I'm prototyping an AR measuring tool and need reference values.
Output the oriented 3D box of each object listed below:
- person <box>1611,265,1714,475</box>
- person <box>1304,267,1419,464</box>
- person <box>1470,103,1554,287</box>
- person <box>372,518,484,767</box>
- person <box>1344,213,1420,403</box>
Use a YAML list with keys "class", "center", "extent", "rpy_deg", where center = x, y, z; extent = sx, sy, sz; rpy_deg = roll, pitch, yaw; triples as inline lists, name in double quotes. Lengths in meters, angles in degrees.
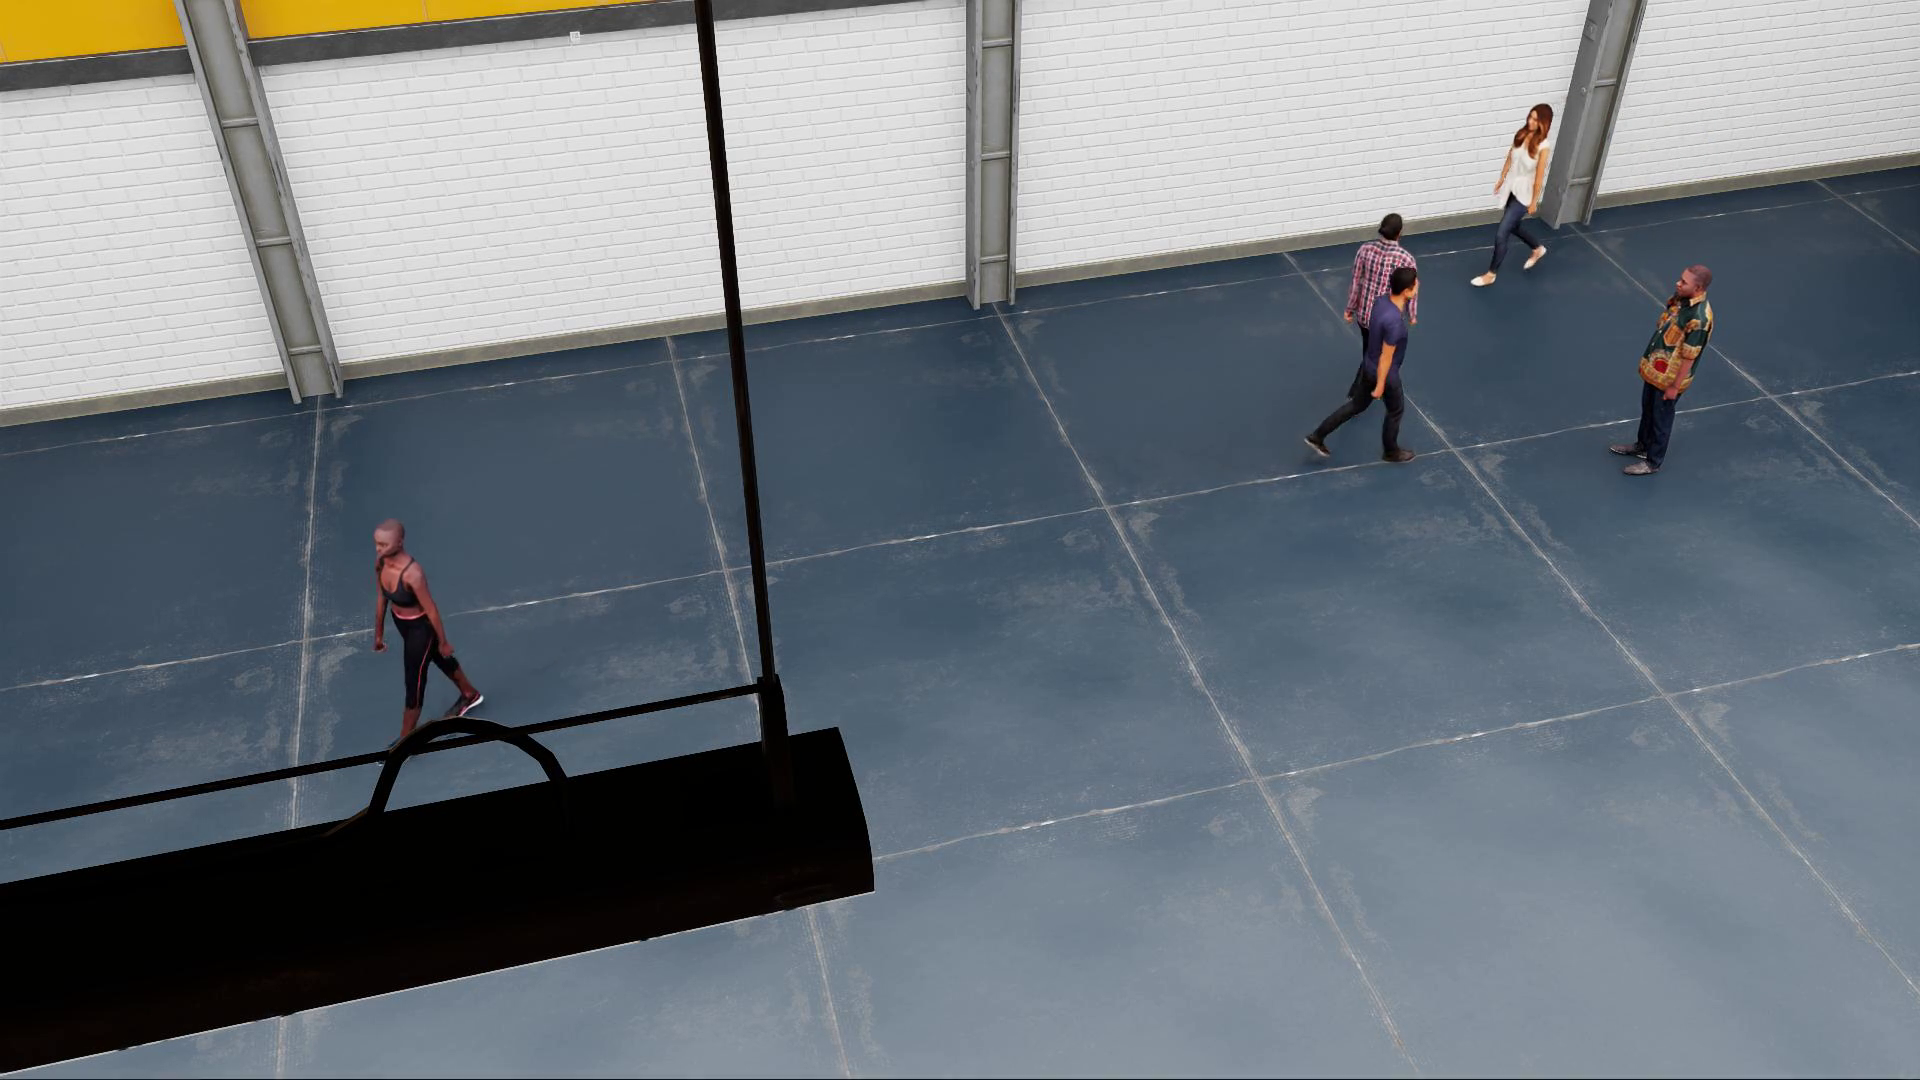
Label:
- class: "person"
  center: [5.505, -1.324, 12.899]
  extent: [0.741, 1.807, 0.763]
  rpy_deg: [-1, 39, -1]
- class: "person"
  center: [3.173, -1.313, 12.930]
  extent: [1.194, 1.751, 0.803]
  rpy_deg: [-2, 39, -3]
- class: "person"
  center: [5.202, -3.174, 15.256]
  extent: [1.050, 1.756, 0.602]
  rpy_deg: [-11, 40, -13]
- class: "person"
  center: [-3.387, 0.534, 10.643]
  extent: [1.049, 1.720, 1.194]
  rpy_deg: [25, 45, 28]
- class: "person"
  center: [3.391, -1.812, 13.573]
  extent: [1.098, 1.729, 1.256]
  rpy_deg: [28, 46, 30]
